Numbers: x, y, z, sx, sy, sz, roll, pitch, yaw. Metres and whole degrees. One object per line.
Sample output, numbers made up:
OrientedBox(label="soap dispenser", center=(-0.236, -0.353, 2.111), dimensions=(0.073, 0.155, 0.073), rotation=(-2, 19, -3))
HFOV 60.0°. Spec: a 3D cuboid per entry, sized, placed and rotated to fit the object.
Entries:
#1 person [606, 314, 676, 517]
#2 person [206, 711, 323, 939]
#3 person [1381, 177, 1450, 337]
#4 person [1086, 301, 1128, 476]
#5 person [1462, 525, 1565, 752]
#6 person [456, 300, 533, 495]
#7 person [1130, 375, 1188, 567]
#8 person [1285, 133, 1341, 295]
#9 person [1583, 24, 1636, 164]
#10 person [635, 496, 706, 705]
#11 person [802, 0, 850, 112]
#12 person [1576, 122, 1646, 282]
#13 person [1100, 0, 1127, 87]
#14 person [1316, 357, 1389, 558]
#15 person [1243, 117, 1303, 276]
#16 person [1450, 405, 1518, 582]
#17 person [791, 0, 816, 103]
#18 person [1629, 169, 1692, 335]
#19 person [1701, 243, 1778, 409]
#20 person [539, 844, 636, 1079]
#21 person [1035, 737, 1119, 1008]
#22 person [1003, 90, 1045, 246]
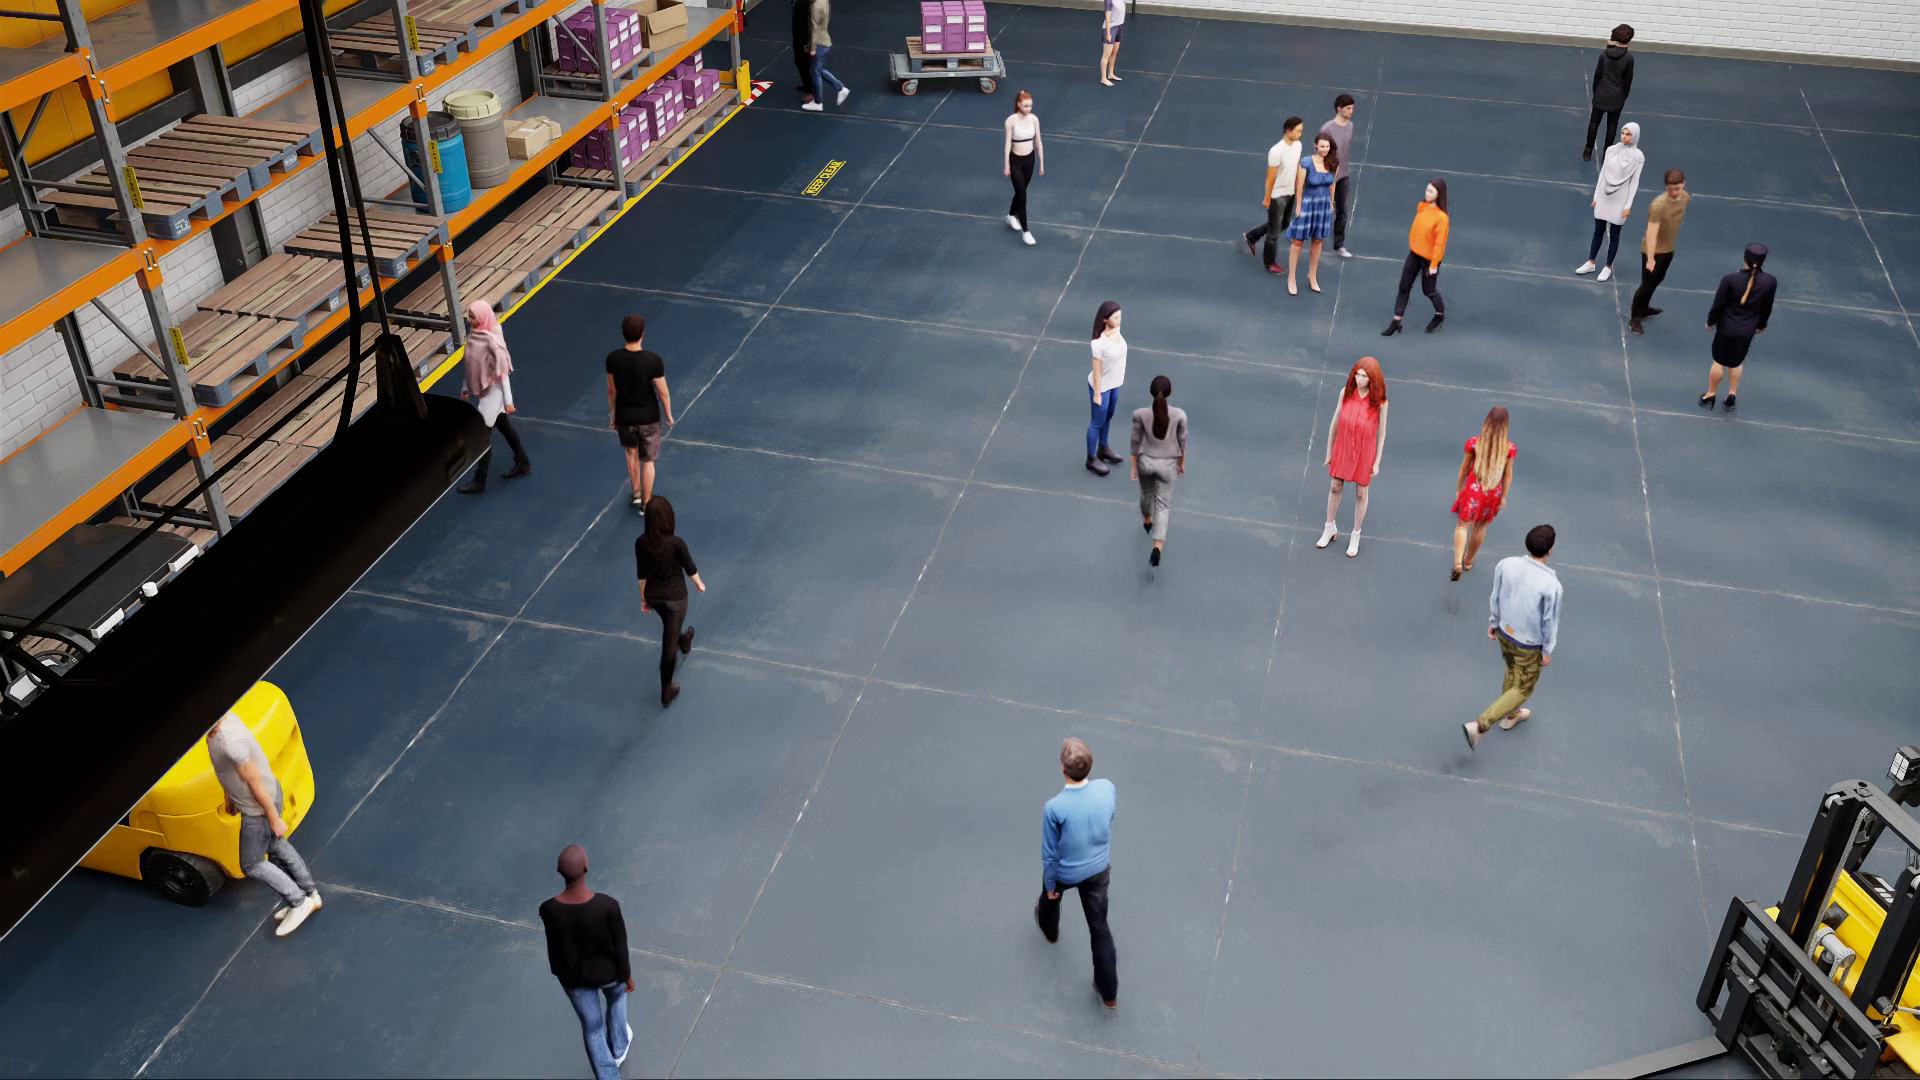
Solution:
OrientedBox(label="person", center=(-2.779, -1.005, 14.213), dimensions=(0.748, 1.846, 0.713), rotation=(0, 34, 0))
OrientedBox(label="person", center=(-4.263, 1.603, 10.287), dimensions=(0.912, 1.849, 0.862), rotation=(-26, 42, -34))
OrientedBox(label="person", center=(4.874, -2.918, 17.198), dimensions=(1.020, 1.728, 1.007), rotation=(-12, 36, -18))
OrientedBox(label="person", center=(1.283, -1.379, 14.925), dimensions=(0.706, 1.681, 0.546), rotation=(17, 37, 23))
OrientedBox(label="person", center=(3.905, 0.718, 11.669), dimensions=(1.158, 1.792, 1.089), rotation=(-19, 38, -27))
OrientedBox(label="person", center=(-4.070, -1.312, 14.733), dimensions=(1.073, 1.781, 0.988), rotation=(-21, 39, -28))
OrientedBox(label="person", center=(1.629, -0.542, 13.700), dimensions=(0.650, 1.642, 1.106), rotation=(7, 34, 10))
OrientedBox(label="person", center=(3.841, -3.549, 18.077), dimensions=(0.759, 1.805, 0.755), rotation=(-8, 34, -11))
OrientedBox(label="person", center=(8.364, -5.737, 21.390), dimensions=(0.675, 1.781, 0.674), rotation=(16, 37, 23))
OrientedBox(label="person", center=(-2.180, 0.489, 12.188), dimensions=(0.551, 1.599, 1.016), rotation=(9, 35, 13))
OrientedBox(label="person", center=(-1.868, -6.831, 22.970), dimensions=(0.807, 1.854, 0.869), rotation=(5, 34, 7))
OrientedBox(label="person", center=(7.244, -3.758, 18.419), dimensions=(0.701, 1.775, 0.689), rotation=(-27, 42, -34))
OrientedBox(label="person", center=(2.216, -7.431, 24.134), dimensions=(0.687, 1.566, 0.551), rotation=(20, 38, 27))
OrientedBox(label="person", center=(3.267, -0.698, 13.768), dimensions=(0.655, 1.826, 0.603), rotation=(18, 38, 25))
OrientedBox(label="person", center=(3.525, -3.892, 18.615), dimensions=(0.972, 1.780, 0.970), rotation=(-26, 42, -34))
OrientedBox(label="person", center=(4.202, -0.330, 13.442), dimensions=(0.585, 1.575, 0.860), rotation=(10, 35, 15))
OrientedBox(label="person", center=(-2.180, -7.086, 23.354), dimensions=(0.945, 1.853, 0.856), rotation=(-9, 35, -13))
OrientedBox(label="person", center=(7.262, -3.034, 17.288), dimensions=(1.004, 1.821, 0.898), rotation=(29, 43, 36))
OrientedBox(label="person", center=(7.418, -2.005, 15.874), dimensions=(0.761, 1.672, 0.723), rotation=(2, 34, 3))
OrientedBox(label="person", center=(-2.030, 2.436, 9.137), dimensions=(0.754, 1.734, 0.834), rotation=(-4, 34, -6))
OrientedBox(label="person", center=(0.744, 1.967, 9.801), dimensions=(1.096, 1.780, 1.266), rotation=(-11, 35, -17))
OrientedBox(label="person", center=(0.692, -4.399, 19.438), dimensions=(0.995, 1.714, 1.094), rotation=(-14, 36, -20))
